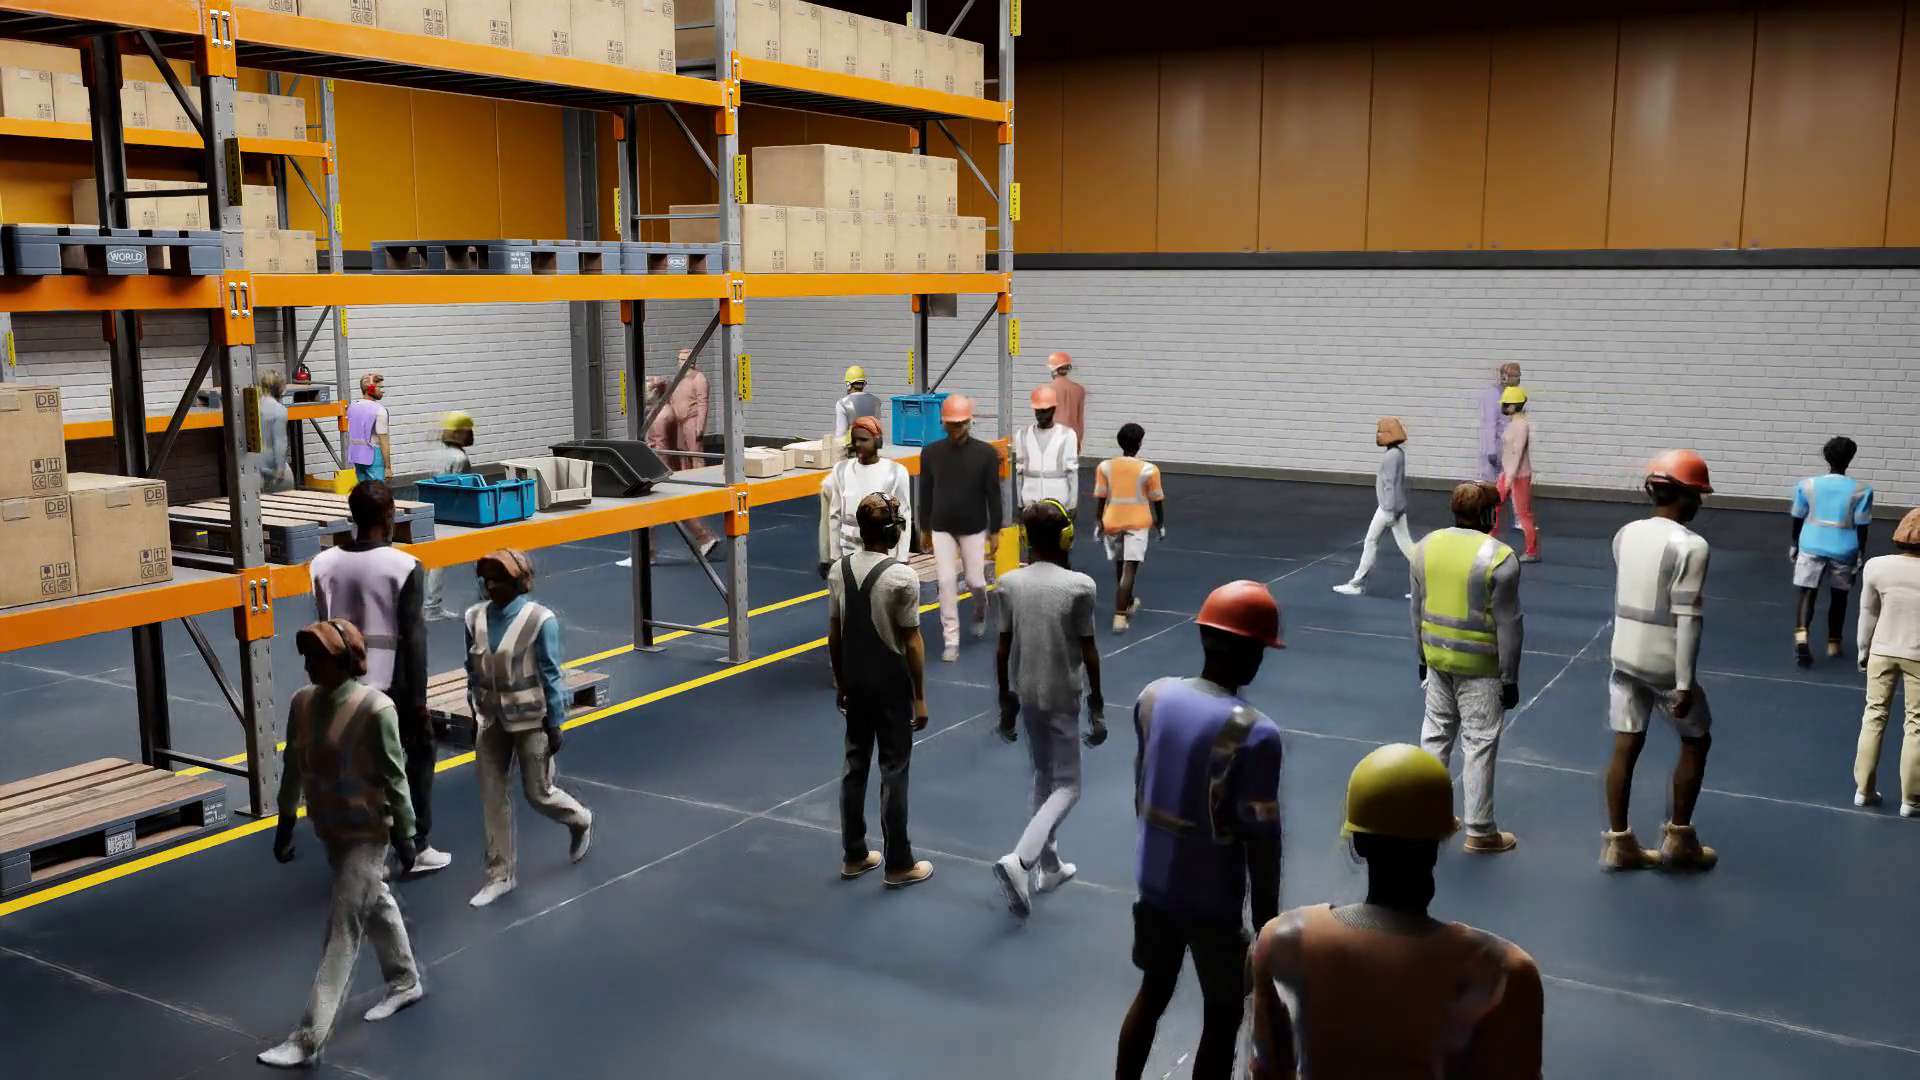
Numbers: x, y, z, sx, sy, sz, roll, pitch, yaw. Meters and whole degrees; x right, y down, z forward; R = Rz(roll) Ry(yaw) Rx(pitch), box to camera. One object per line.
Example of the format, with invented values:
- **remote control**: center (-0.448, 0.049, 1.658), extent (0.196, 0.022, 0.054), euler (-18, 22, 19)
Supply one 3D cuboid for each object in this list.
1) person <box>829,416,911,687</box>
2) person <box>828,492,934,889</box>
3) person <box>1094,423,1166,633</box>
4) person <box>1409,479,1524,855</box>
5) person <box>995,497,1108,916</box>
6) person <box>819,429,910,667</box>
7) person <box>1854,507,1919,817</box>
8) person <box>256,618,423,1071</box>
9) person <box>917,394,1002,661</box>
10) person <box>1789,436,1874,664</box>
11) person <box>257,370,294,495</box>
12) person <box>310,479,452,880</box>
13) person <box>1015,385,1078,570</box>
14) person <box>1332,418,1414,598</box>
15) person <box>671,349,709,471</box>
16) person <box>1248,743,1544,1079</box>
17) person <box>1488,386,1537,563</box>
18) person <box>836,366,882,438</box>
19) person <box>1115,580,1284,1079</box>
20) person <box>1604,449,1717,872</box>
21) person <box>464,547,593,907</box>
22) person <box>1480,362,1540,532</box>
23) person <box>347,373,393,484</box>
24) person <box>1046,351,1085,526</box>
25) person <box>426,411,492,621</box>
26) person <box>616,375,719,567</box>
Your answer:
- **person**: center (-0.619, 0.094, 11.318), extent (0.585, 1.882, 0.337), euler (3, 10, 19)
- **person**: center (-0.368, 0.693, 7.704), extent (0.514, 1.845, 0.338), euler (6, 11, 33)
- **person**: center (1.368, -0.114, 13.344), extent (0.545, 1.643, 0.881), euler (4, 10, 24)
- **person**: center (2.510, 0.615, 8.210), extent (0.429, 1.839, 0.642), euler (-6, 11, -34)
- **person**: center (0.371, 0.739, 7.429), extent (0.527, 1.847, 0.721), euler (6, 11, 35)
- **person**: center (-0.727, 0.079, 11.749), extent (0.584, 1.788, 0.918), euler (5, 10, 29)
- **person**: center (4.973, 0.635, 8.744), extent (0.274, 1.626, 0.502), euler (-8, 12, -39)
- **person**: center (-2.281, 1.083, 6.047), extent (0.542, 1.594, 0.856), euler (6, 11, 32)
- **person**: center (0.010, -0.115, 12.361), extent (0.638, 1.969, 0.704), euler (2, 9, 11)
- **person**: center (6.306, 0.080, 12.099), extent (0.536, 1.673, 0.775), euler (6, 11, 35)
- **person**: center (-6.972, -0.765, 16.733), extent (0.623, 1.878, 1.050), euler (4, 10, 22)
- **person**: center (-2.690, 0.664, 7.722), extent (0.615, 1.892, 0.643), euler (2, 9, 14)
- **person**: center (0.754, -0.380, 14.224), extent (0.548, 1.911, 0.842), euler (2, 9, 14)
- **person**: center (3.767, -0.275, 14.554), extent (0.869, 1.587, 0.519), euler (5, 10, 28)
- **person**: center (-3.387, -1.419, 20.680), extent (0.407, 1.913, 0.641), euler (-8, 12, -42)
- **person**: center (0.836, 1.366, 3.366), extent (0.591, 1.897, 0.864), euler (6, 11, 35)
- **person**: center (5.323, -0.630, 16.308), extent (0.814, 1.734, 0.548), euler (0, 9, 2)
- **person**: center (-1.133, -0.993, 18.264), extent (0.591, 1.834, 0.404), euler (-7, 11, -37)
- **person**: center (0.741, 1.074, 5.119), extent (0.520, 1.908, 0.616), euler (-7, 12, -38)
- **person**: center (3.370, 0.579, 7.889), extent (0.705, 2.012, 0.608), euler (-4, 10, -21)
- **person**: center (-1.997, 0.821, 7.634), extent (0.522, 1.620, 0.642), euler (4, 10, 22)
- **person**: center (6.002, -1.050, 18.502), extent (0.654, 1.868, 0.929), euler (-7, 11, -37)
- **person**: center (-5.916, -0.744, 16.684), extent (0.564, 1.841, 0.394), euler (6, 11, 34)
- **person**: center (1.145, -1.121, 18.628), extent (0.616, 1.980, 0.484), euler (-5, 10, -28)
- **person**: center (-4.059, -0.201, 13.688), extent (0.817, 1.708, 0.500), euler (-7, 12, -39)
- **person**: center (-2.849, -0.671, 16.149), extent (0.928, 1.870, 0.652), euler (-1, 9, -6)
